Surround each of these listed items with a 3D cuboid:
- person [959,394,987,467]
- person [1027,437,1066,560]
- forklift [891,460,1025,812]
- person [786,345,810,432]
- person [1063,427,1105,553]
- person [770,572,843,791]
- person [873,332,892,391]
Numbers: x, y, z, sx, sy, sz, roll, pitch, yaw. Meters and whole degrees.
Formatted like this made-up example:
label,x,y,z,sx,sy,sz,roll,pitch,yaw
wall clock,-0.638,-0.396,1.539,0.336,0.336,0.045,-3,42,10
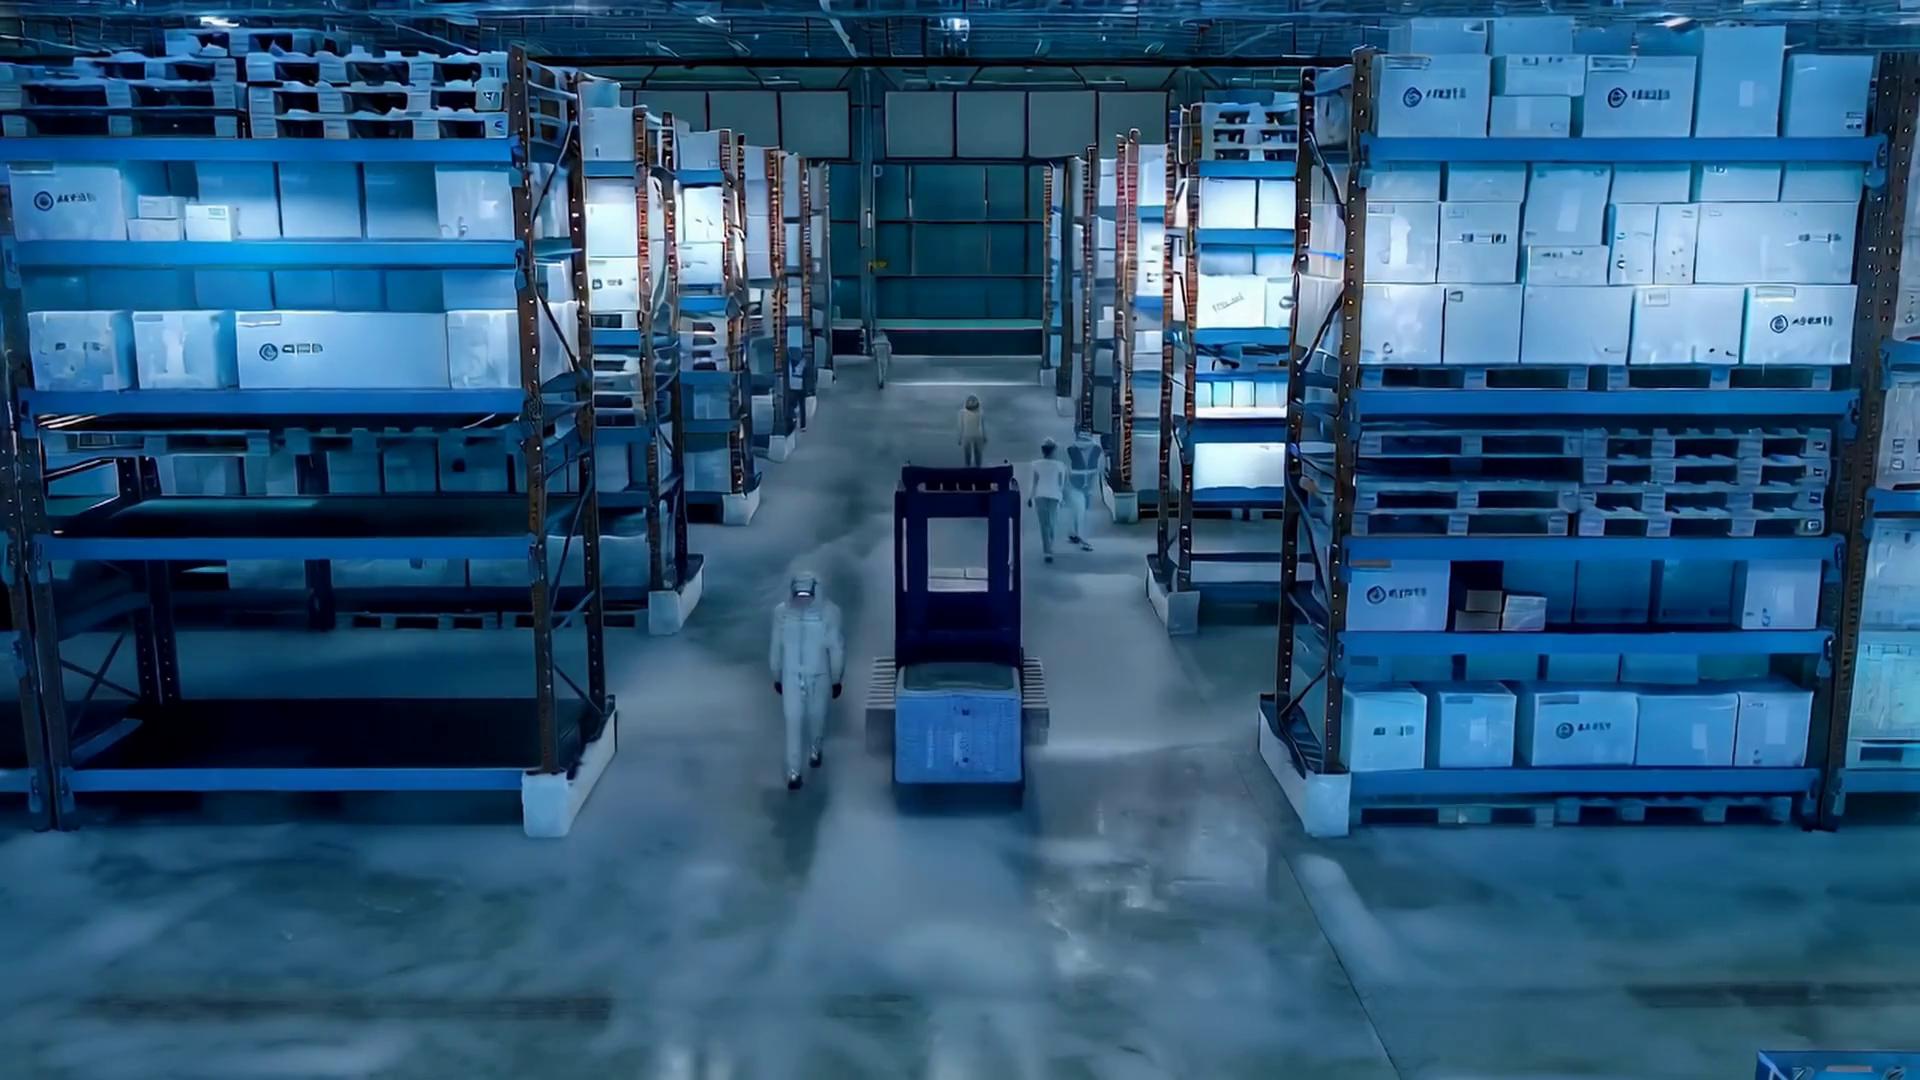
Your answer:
label,x,y,z,sx,sy,sz,roll,pitch,yaw
person,0.245,-1.801,29.785,0.530,1.596,0.811,-2,12,-8
person,1.234,-0.594,23.576,0.541,1.707,0.957,-1,11,-6
forklift,-0.019,0.710,14.181,1.129,2.768,1.873,0,11,0
person,-3.587,-3.325,36.586,0.587,1.915,0.392,4,12,19
person,1.777,-0.762,24.222,0.582,1.809,0.972,-5,12,-24
person,-1.330,1.182,14.420,0.636,1.852,1.014,0,11,-2
person,-2.075,-4.808,44.736,0.514,1.588,0.851,0,11,-2
